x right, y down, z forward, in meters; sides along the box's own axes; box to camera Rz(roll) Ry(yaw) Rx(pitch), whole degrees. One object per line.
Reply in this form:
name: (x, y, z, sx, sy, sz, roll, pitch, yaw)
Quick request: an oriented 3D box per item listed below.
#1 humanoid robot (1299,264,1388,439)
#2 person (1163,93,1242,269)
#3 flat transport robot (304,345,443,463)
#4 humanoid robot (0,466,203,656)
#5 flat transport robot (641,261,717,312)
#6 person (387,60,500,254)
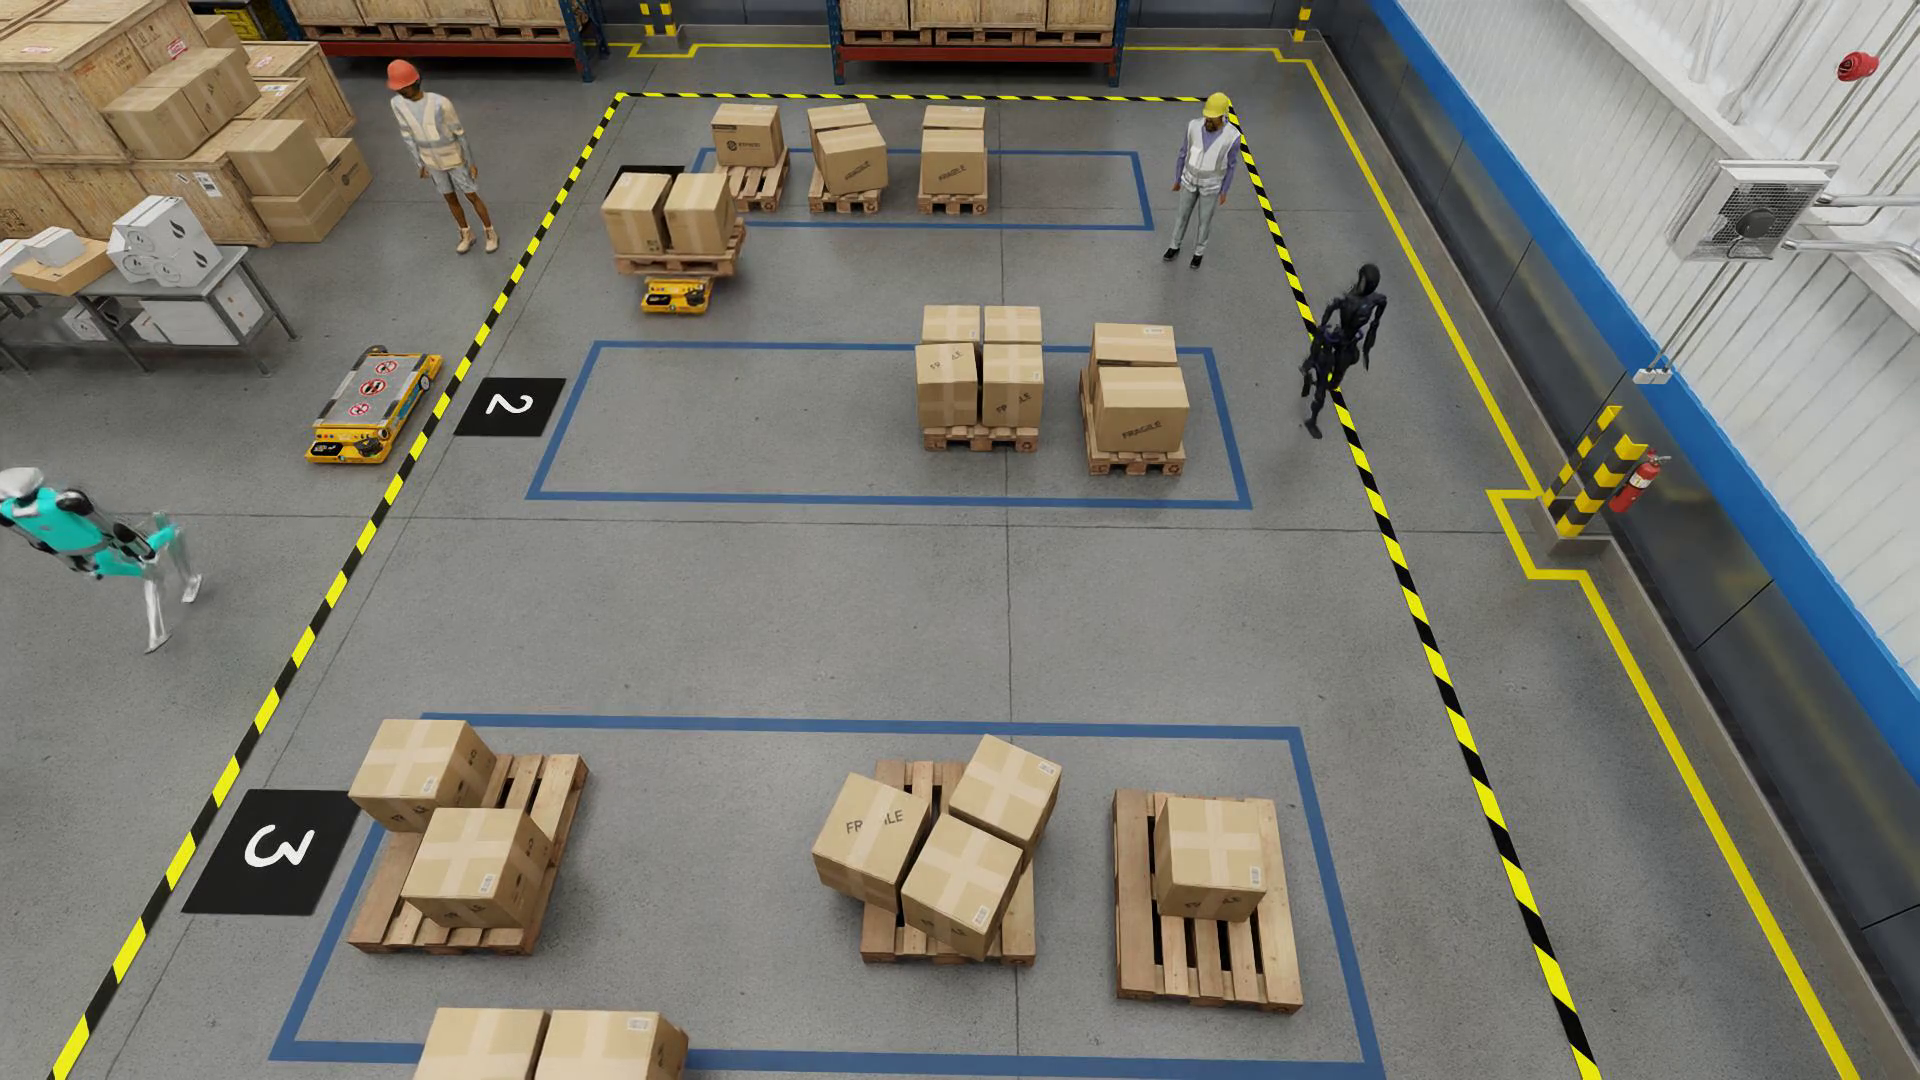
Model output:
humanoid robot: (3.224, -1.690, 7.884, 0.605, 1.631, 0.633, -8, 50, -7)
person: (2.492, -3.688, 9.463, 0.599, 1.829, 0.404, 23, 54, 19)
flat transport robot: (-5.383, -1.269, 8.441, 0.659, 0.231, 1.431, 1, 50, 1)
humanoid robot: (-5.877, 0.012, 6.381, 0.535, 1.720, 1.008, -10, 51, -9)
flat transport robot: (-2.942, -2.955, 9.849, 0.652, 0.197, 1.431, 1, 50, 1)
person: (-5.375, -3.935, 9.538, 0.613, 2.037, 0.386, -1, 50, -1)
